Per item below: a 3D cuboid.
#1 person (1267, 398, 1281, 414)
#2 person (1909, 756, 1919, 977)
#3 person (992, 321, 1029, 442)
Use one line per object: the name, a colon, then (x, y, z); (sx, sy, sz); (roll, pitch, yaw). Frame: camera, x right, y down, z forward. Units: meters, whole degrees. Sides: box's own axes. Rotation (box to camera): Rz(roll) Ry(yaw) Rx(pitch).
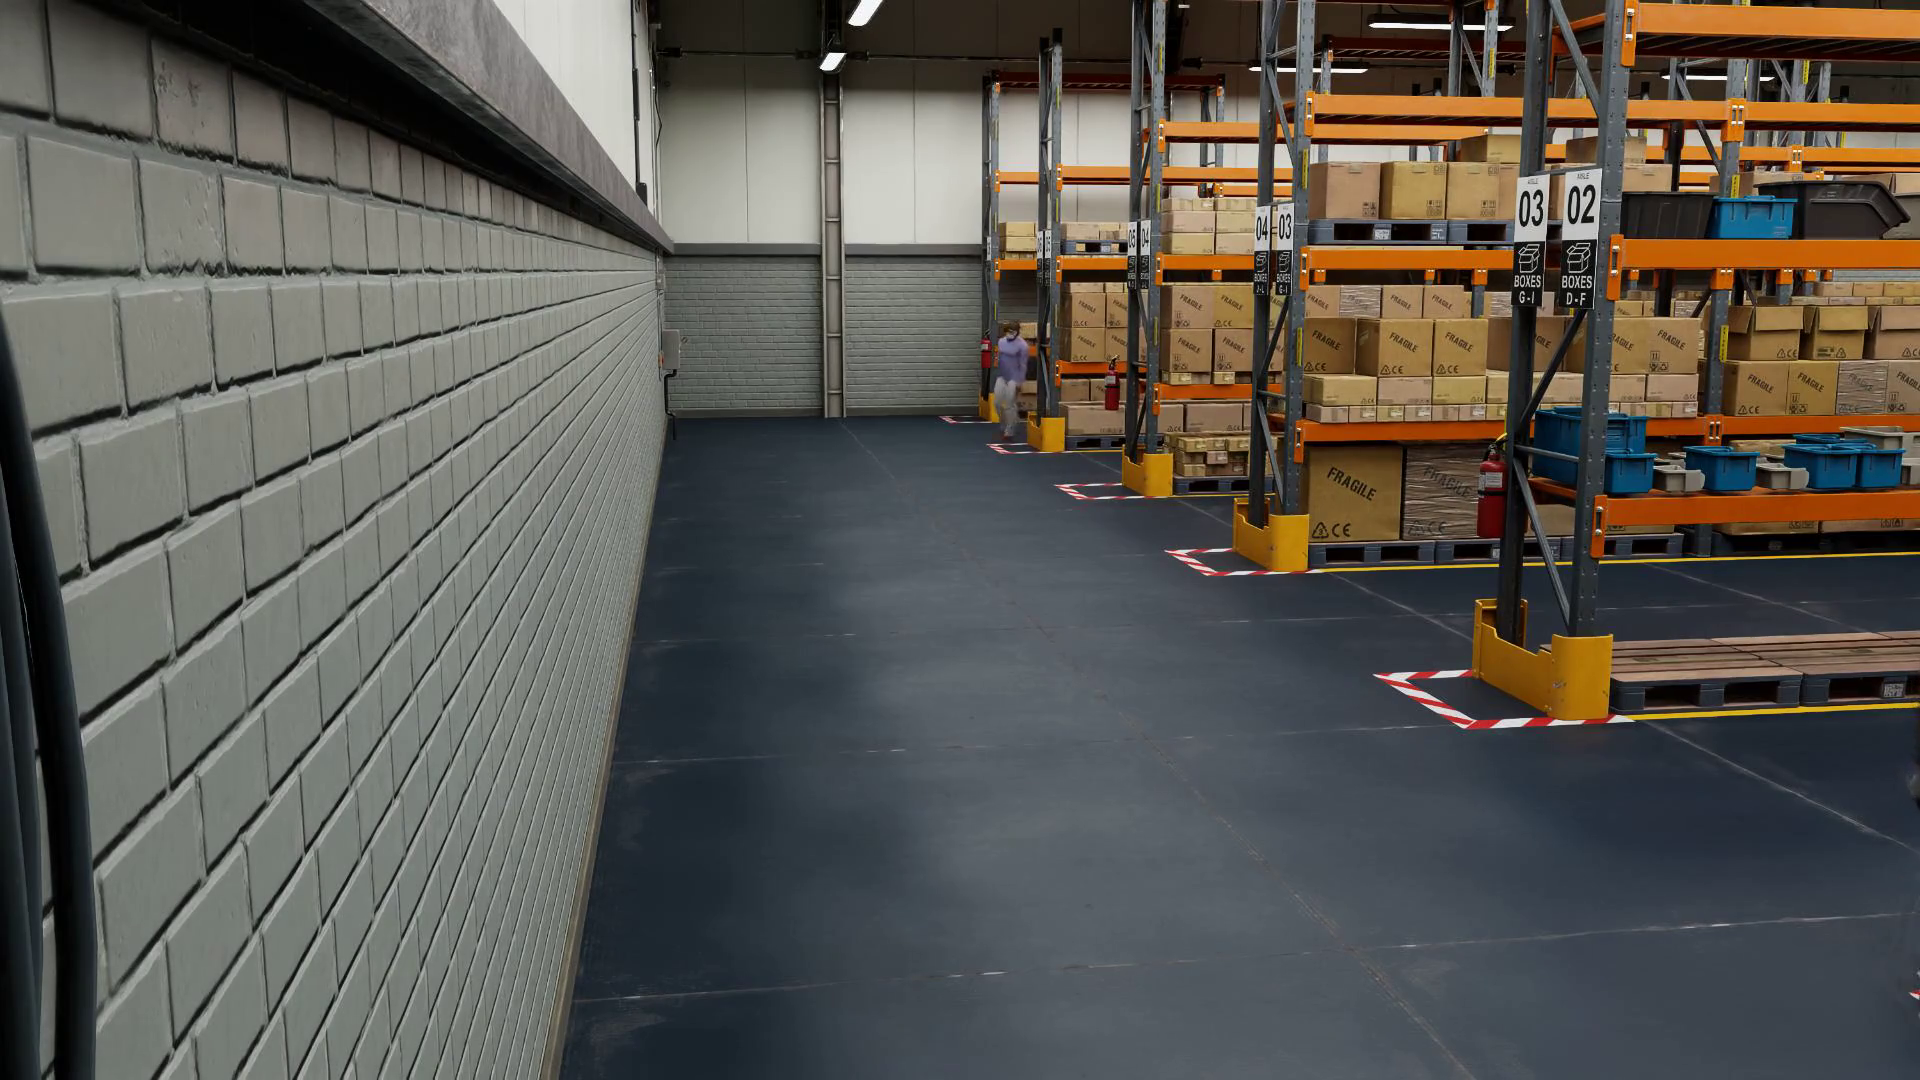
person: (4.009, -1.812, 21.957); (0.914, 1.829, 0.558); (-4, 10, -24)
person: (3.642, 0.829, 5.736); (0.550, 1.809, 0.937); (1, 9, 7)
person: (0.760, -2.431, 25.599); (0.431, 1.893, 0.705); (-8, 12, -42)
